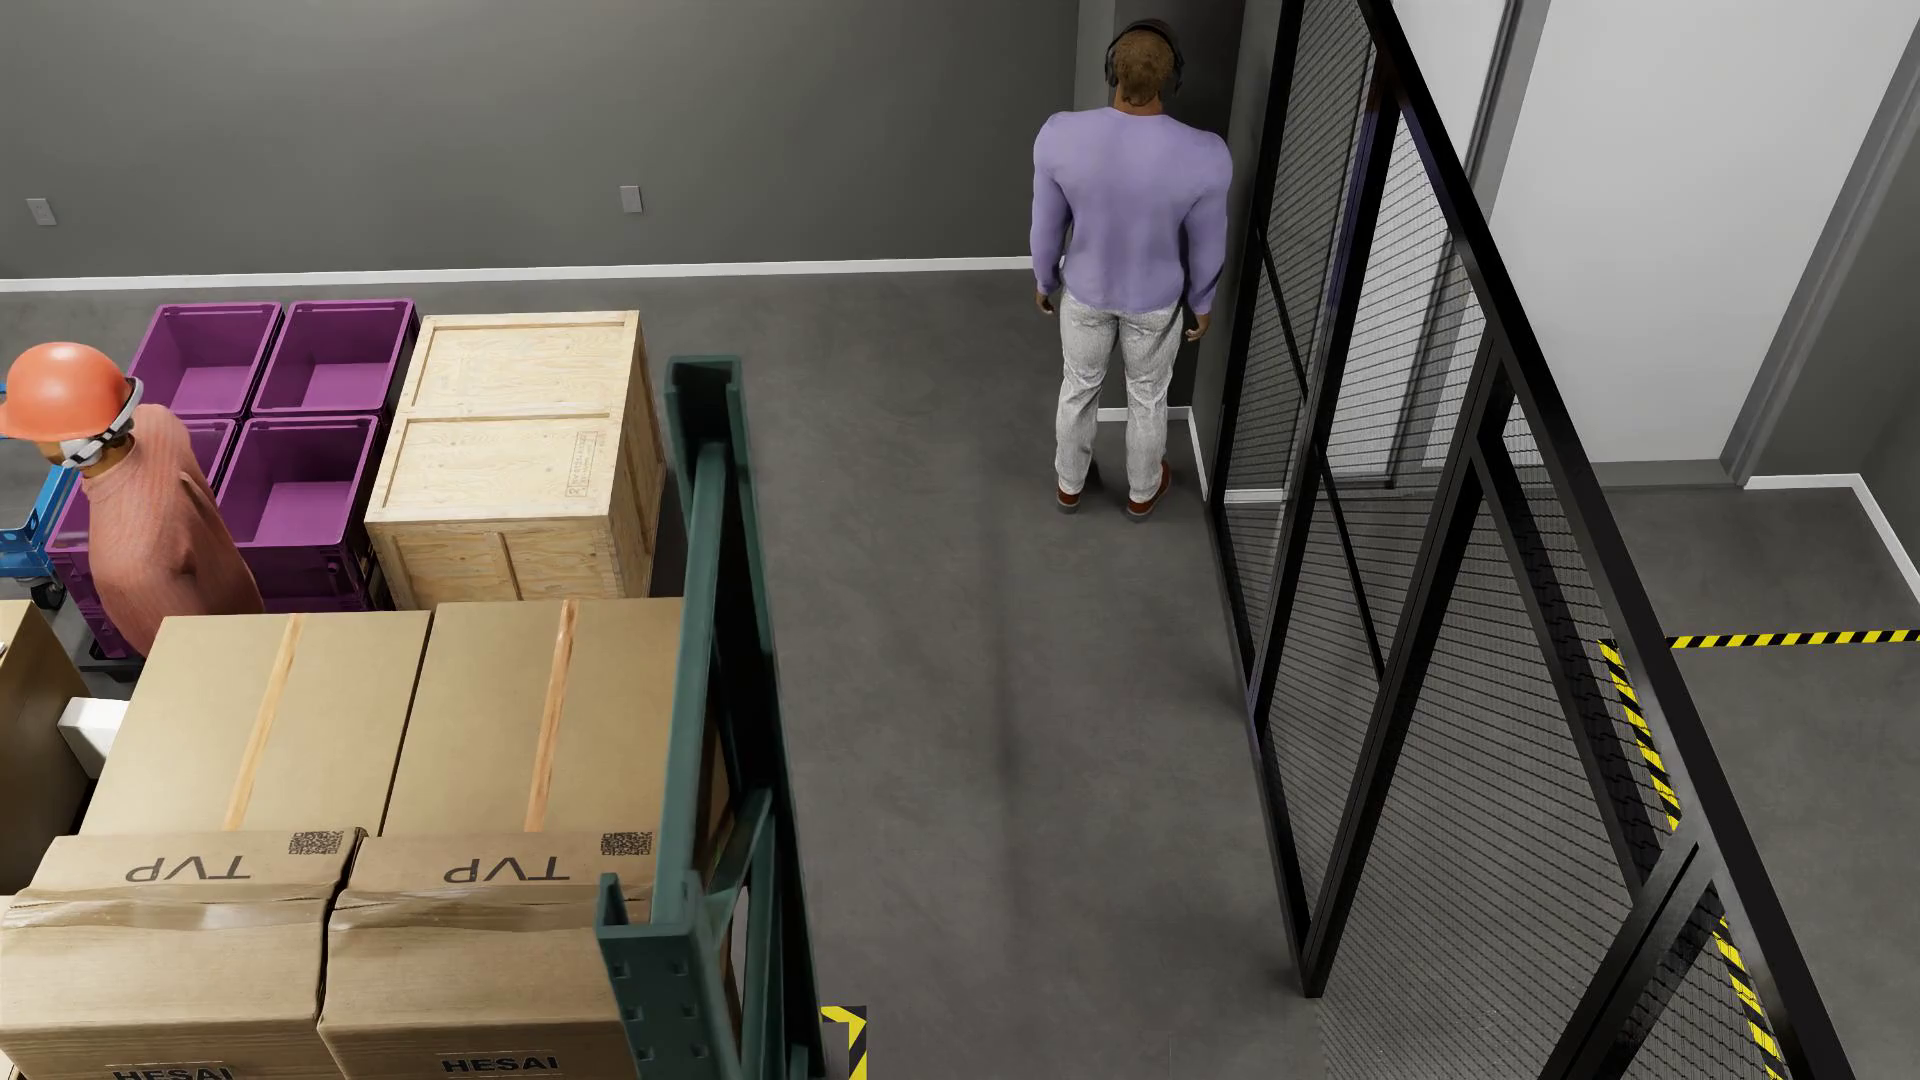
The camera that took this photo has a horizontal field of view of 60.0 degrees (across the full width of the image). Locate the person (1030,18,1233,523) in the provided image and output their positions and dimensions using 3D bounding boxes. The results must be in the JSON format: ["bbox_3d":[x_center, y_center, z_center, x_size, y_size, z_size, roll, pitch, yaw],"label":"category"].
[{"bbox_3d":[0.548,-0.838,5.556,0.636,1.938,0.358,10,47,9],"label":"person"}]

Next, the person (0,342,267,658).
[{"bbox_3d":[-2.045,0.260,4.469,0.379,1.996,0.609,-12,47,-11],"label":"person"}]
